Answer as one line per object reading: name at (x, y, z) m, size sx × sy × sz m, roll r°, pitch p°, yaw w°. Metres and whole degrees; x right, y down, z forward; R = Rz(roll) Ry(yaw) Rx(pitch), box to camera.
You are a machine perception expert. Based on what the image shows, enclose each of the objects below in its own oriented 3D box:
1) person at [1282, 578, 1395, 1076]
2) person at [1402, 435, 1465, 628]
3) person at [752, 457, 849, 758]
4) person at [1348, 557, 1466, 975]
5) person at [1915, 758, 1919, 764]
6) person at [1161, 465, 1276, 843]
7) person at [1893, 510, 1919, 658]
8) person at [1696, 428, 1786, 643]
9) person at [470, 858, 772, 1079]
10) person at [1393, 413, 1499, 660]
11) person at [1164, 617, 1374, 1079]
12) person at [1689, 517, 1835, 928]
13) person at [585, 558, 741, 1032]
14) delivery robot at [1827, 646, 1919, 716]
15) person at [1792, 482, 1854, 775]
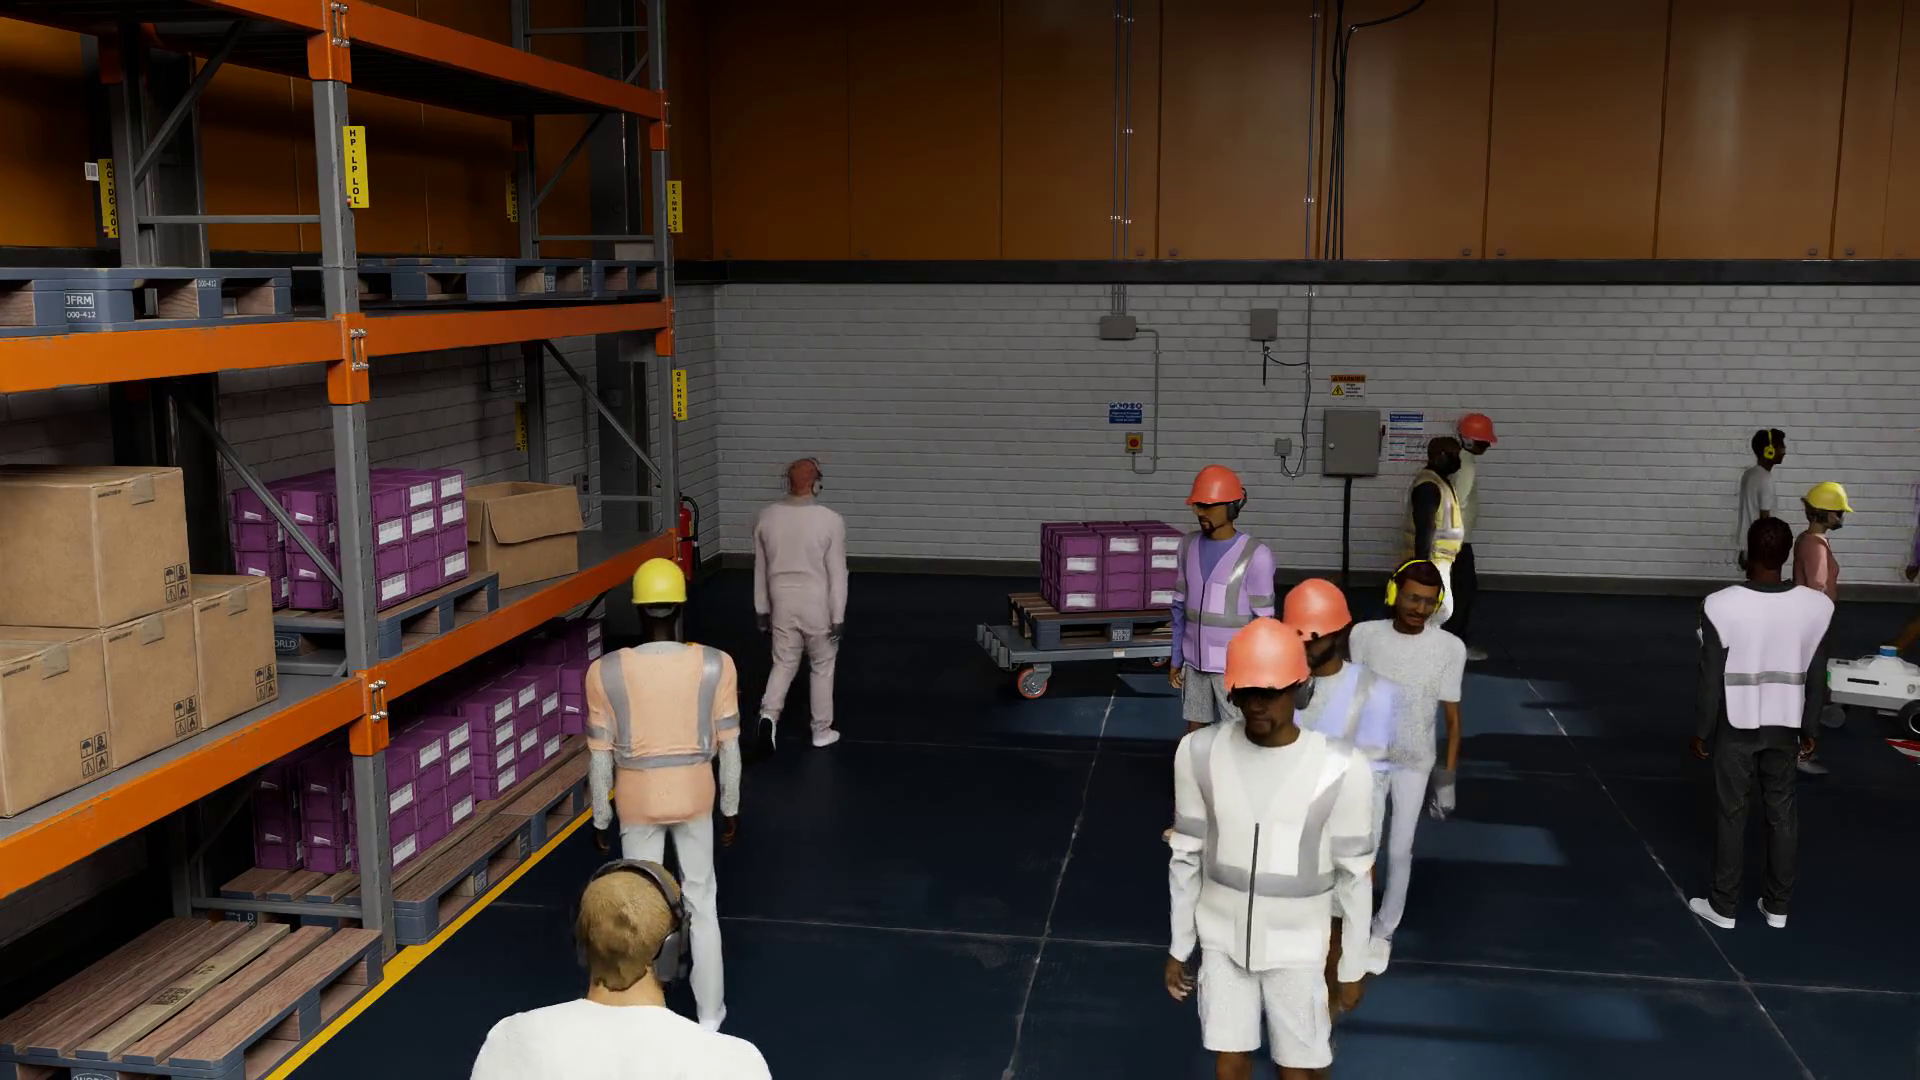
person at (1.336, 1.080, 6.216) m, size 0.537 × 1.914 × 0.421 m, roll 6°, pitch 11°, yaw 35°
person at (3.497, 0.135, 12.321) m, size 0.443 × 1.825 × 0.649 m, roll 5°, pitch 10°, yaw 26°
person at (-1.003, 0.426, 10.351) m, size 0.652 × 1.881 × 0.736 m, roll 3°, pitch 10°, yaw 18°
person at (1.832, 0.980, 7.053) m, size 0.550 × 1.841 × 0.568 m, roll 4°, pitch 10°, yaw 22°
person at (6.078, 0.522, 10.165) m, size 0.340 × 1.760 × 0.530 m, roll 8°, pitch 12°, yaw 40°
person at (1.320, 0.627, 8.619) m, size 0.377 × 2.041 × 0.616 m, roll -8°, pitch 12°, yaw -42°
person at (7.138, 0.169, 12.049) m, size 0.972 × 1.869 × 0.582 m, roll 1°, pitch 9°, yaw 5°
person at (6.005, 0.074, 12.605) m, size 0.611 × 1.858 × 0.530 m, roll 2°, pitch 9°, yaw 12°
person at (-0.625, 1.540, 3.429) m, size 0.656 × 1.896 × 0.957 m, roll 2°, pitch 9°, yaw 12°
person at (3.740, -0.027, 12.997) m, size 0.791 × 1.952 × 0.654 m, roll 0°, pitch 9°, yaw -1°
person at (0.961, 1.206, 5.120) m, size 0.612 × 2.022 × 0.654 m, roll 4°, pitch 10°, yaw 26°
person at (3.666, 0.847, 7.647) m, size 0.593 × 1.920 × 0.391 m, roll 0°, pitch 9°, yaw 0°
person at (-1.158, 1.025, 6.531) m, size 0.593 × 1.923 × 0.385 m, roll -3°, pitch 10°, yaw -16°
delivery robot at (6.103, 0.942, 10.968) m, size 0.707 × 0.478 × 0.477 m, roll 6°, pitch 11°, yaw 31°
person at (5.186, 0.526, 10.106) m, size 0.331 × 1.765 × 0.533 m, roll 3°, pitch 10°, yaw 18°
